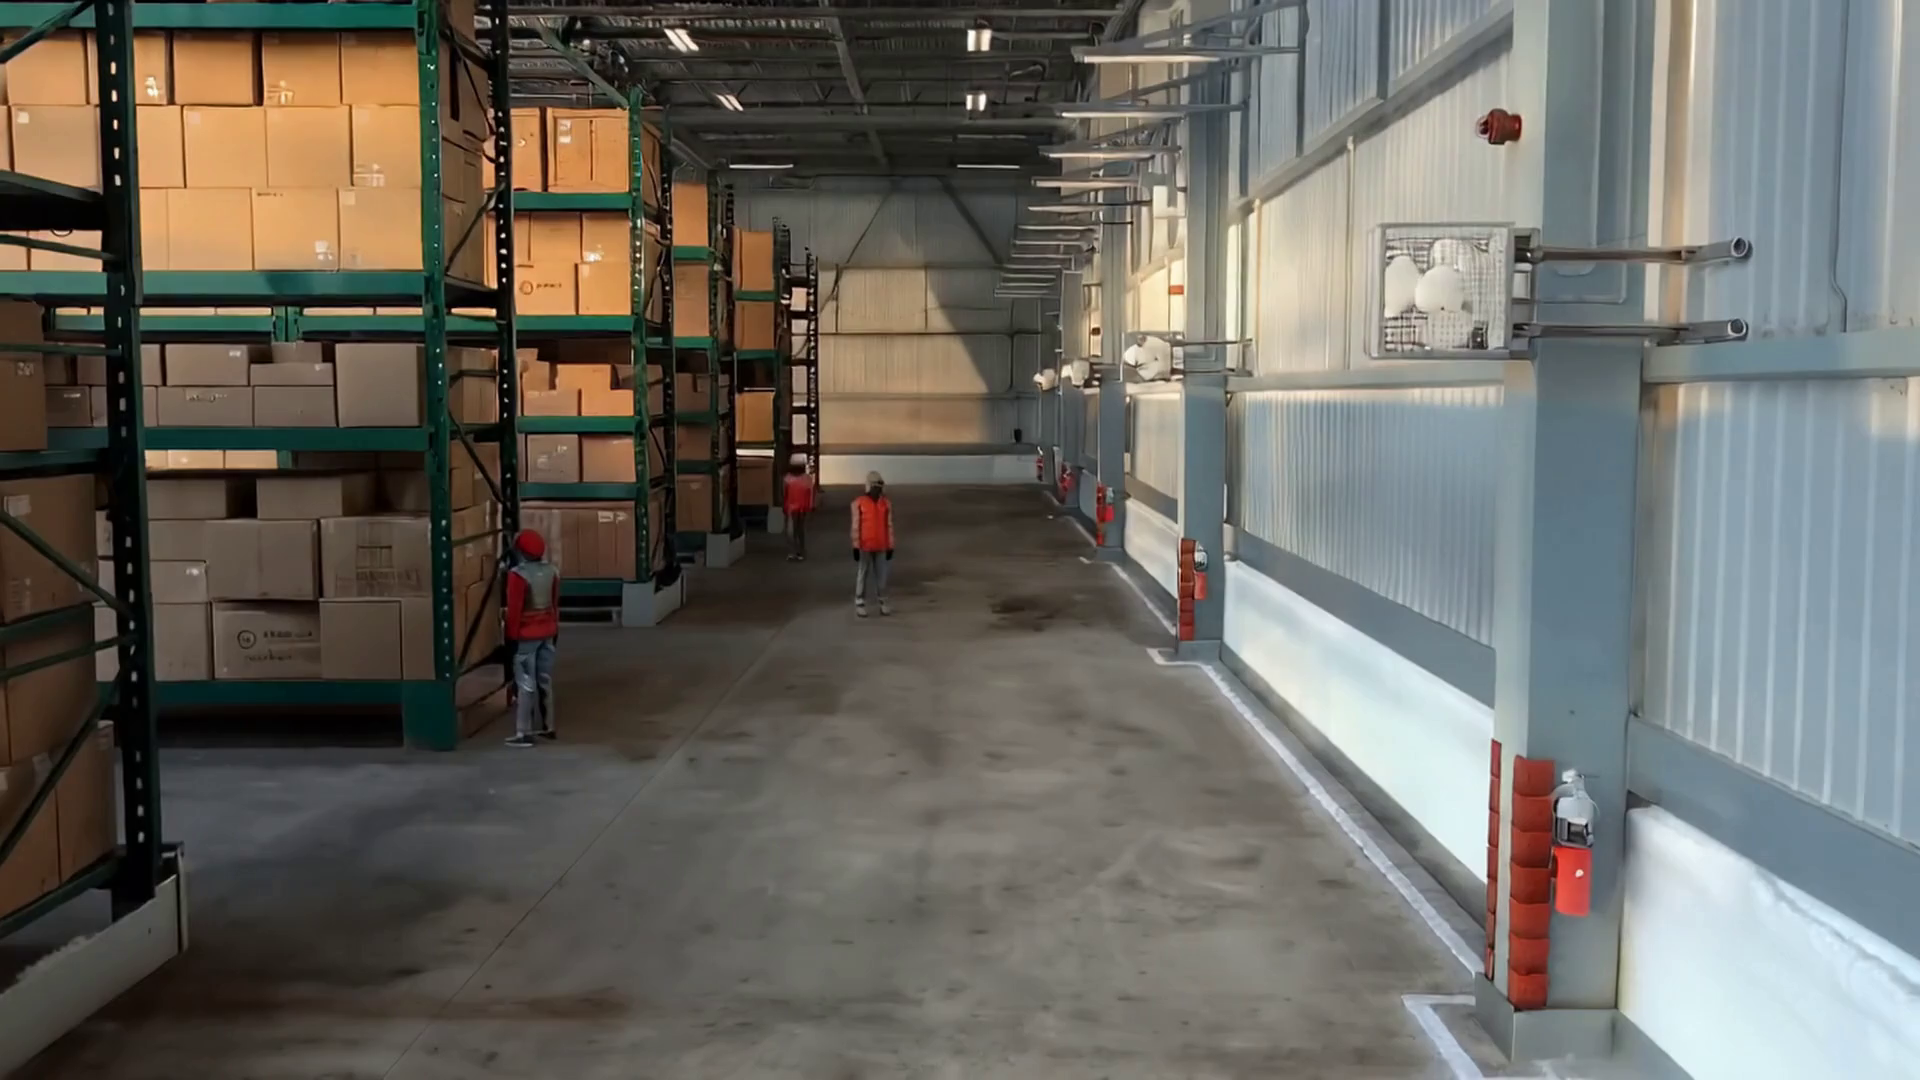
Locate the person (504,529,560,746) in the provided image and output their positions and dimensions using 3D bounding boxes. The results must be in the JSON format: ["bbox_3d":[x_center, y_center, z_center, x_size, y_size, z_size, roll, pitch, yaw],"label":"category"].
[{"bbox_3d":[-3.222,0.733,12.577,0.312,1.632,0.525,3,6,29],"label":"person"}]

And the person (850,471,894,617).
[{"bbox_3d":[-1.032,0.052,19.850,0.566,1.744,0.349,-3,6,-32],"label":"person"}]

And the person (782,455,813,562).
[{"bbox_3d":[-2.585,-0.489,26.385,0.492,1.710,0.842,0,5,-2],"label":"person"}]
